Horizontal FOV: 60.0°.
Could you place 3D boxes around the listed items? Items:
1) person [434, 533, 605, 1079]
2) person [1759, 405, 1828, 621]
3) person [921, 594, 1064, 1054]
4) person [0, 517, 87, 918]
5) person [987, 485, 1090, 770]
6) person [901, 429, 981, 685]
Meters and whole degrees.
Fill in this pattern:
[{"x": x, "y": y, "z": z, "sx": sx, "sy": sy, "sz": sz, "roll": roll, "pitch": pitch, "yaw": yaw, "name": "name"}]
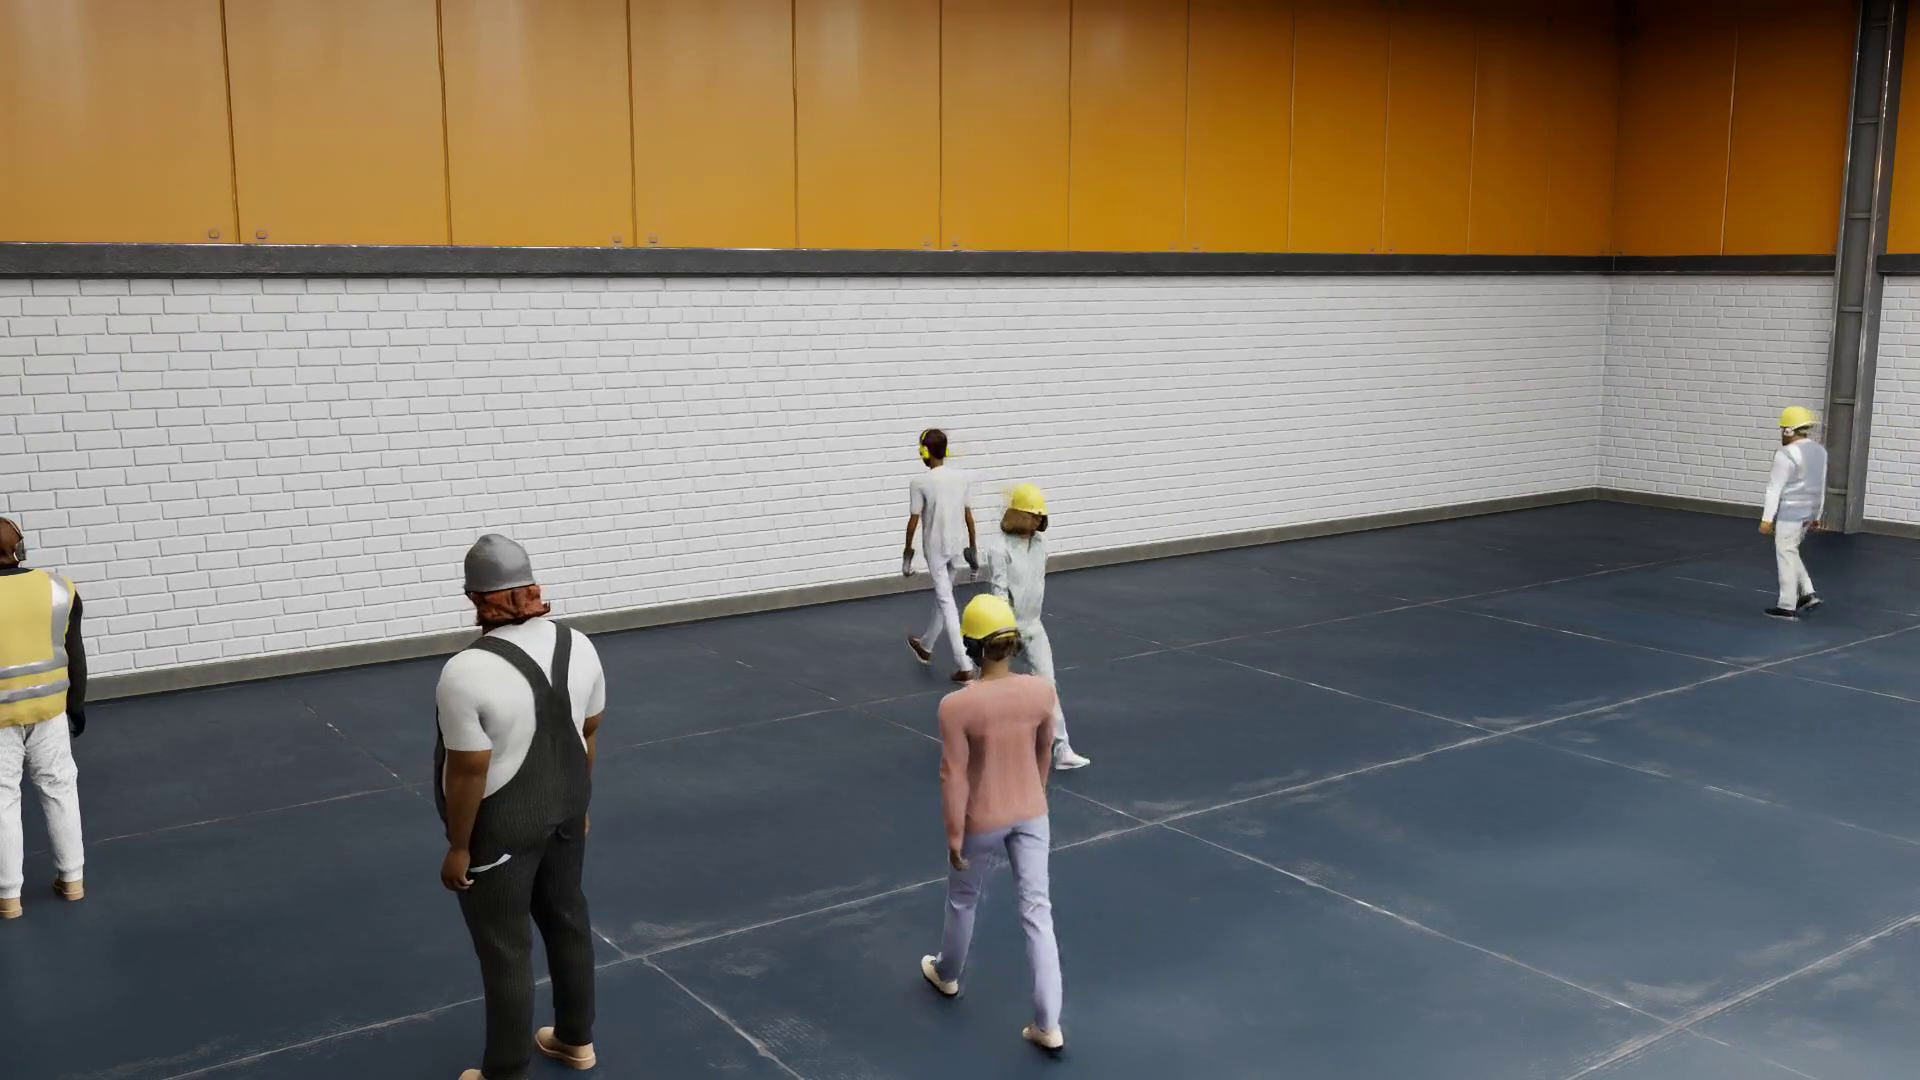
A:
[{"x": -1.620, "y": 0.978, "z": 5.954, "sx": 0.535, "sy": 2.000, "sz": 0.685, "roll": 6, "pitch": 11, "yaw": 32, "name": "person"}, {"x": 7.024, "y": -0.221, "z": 14.047, "sx": 0.609, "sy": 1.818, "sz": 0.419, "roll": -6, "pitch": 11, "yaw": -34, "name": "person"}, {"x": 0.138, "y": 1.059, "z": 6.452, "sx": 0.523, "sy": 1.721, "sz": 0.911, "roll": -4, "pitch": 10, "yaw": -23, "name": "person"}, {"x": -4.349, "y": 0.804, "z": 7.648, "sx": 0.429, "sy": 1.839, "sz": 0.634, "roll": 8, "pitch": 12, "yaw": 39, "name": "person"}, {"x": 0.393, "y": 0.531, "z": 9.757, "sx": 0.494, "sy": 1.702, "sz": 0.876, "roll": -7, "pitch": 12, "yaw": -38, "name": "person"}, {"x": -0.168, "y": 0.099, "z": 12.074, "sx": 0.531, "sy": 1.810, "sz": 0.993, "roll": -6, "pitch": 11, "yaw": -34, "name": "person"}]
